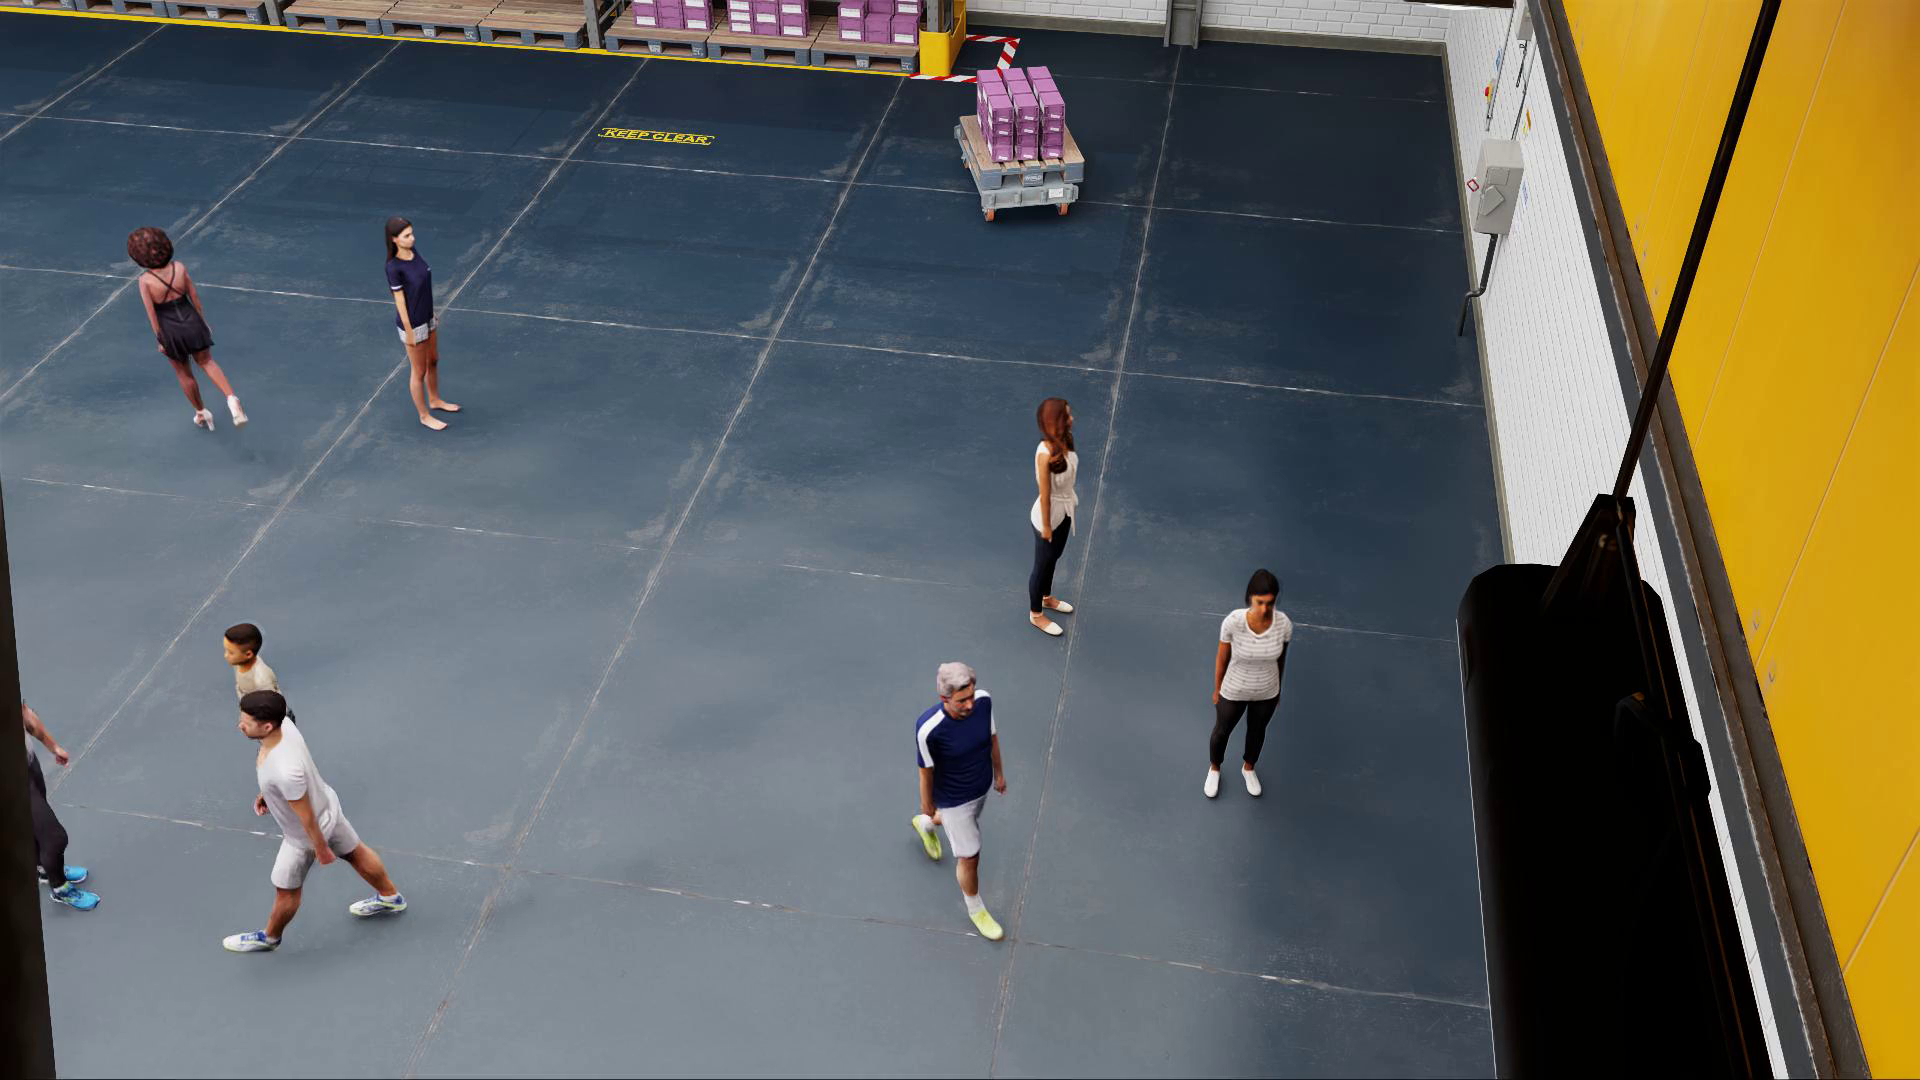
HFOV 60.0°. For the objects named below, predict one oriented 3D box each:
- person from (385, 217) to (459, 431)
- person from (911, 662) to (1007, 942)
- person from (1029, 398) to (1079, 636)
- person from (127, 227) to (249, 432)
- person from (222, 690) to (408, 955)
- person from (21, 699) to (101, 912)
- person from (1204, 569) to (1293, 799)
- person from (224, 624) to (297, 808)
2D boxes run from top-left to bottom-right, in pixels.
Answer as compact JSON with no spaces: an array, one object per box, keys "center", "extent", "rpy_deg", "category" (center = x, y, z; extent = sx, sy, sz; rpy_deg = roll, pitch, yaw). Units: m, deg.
[{"center":[-4.209,-1.696,12.870],"extent":[0.511,1.765,0.576],"rpy_deg":[7,39,9],"category":"person"},{"center":[-0.039,1.303,9.081],"extent":[1.064,1.807,1.225],"rpy_deg":[-31,48,-33],"category":"person"},{"center":[0.596,-0.178,10.952],"extent":[0.603,1.786,0.634],"rpy_deg":[16,41,19],"category":"person"},{"center":[-5.874,-1.536,12.660],"extent":[0.959,1.778,0.819],"rpy_deg":[29,47,31],"category":"person"},{"center":[-3.372,1.466,8.876],"extent":[1.290,1.808,1.077],"rpy_deg":[-11,40,-14],"category":"person"},{"center":[-5.262,1.302,9.079],"extent":[0.746,1.811,0.763],"rpy_deg":[-2,39,-3],"category":"person"},{"center":[1.691,0.851,9.776],"extent":[0.530,1.646,0.669],"rpy_deg":[-1,39,-1],"category":"person"},{"center":[-3.998,1.056,9.666],"extent":[0.589,1.463,0.693],"rpy_deg":[29,47,31],"category":"person"}]
